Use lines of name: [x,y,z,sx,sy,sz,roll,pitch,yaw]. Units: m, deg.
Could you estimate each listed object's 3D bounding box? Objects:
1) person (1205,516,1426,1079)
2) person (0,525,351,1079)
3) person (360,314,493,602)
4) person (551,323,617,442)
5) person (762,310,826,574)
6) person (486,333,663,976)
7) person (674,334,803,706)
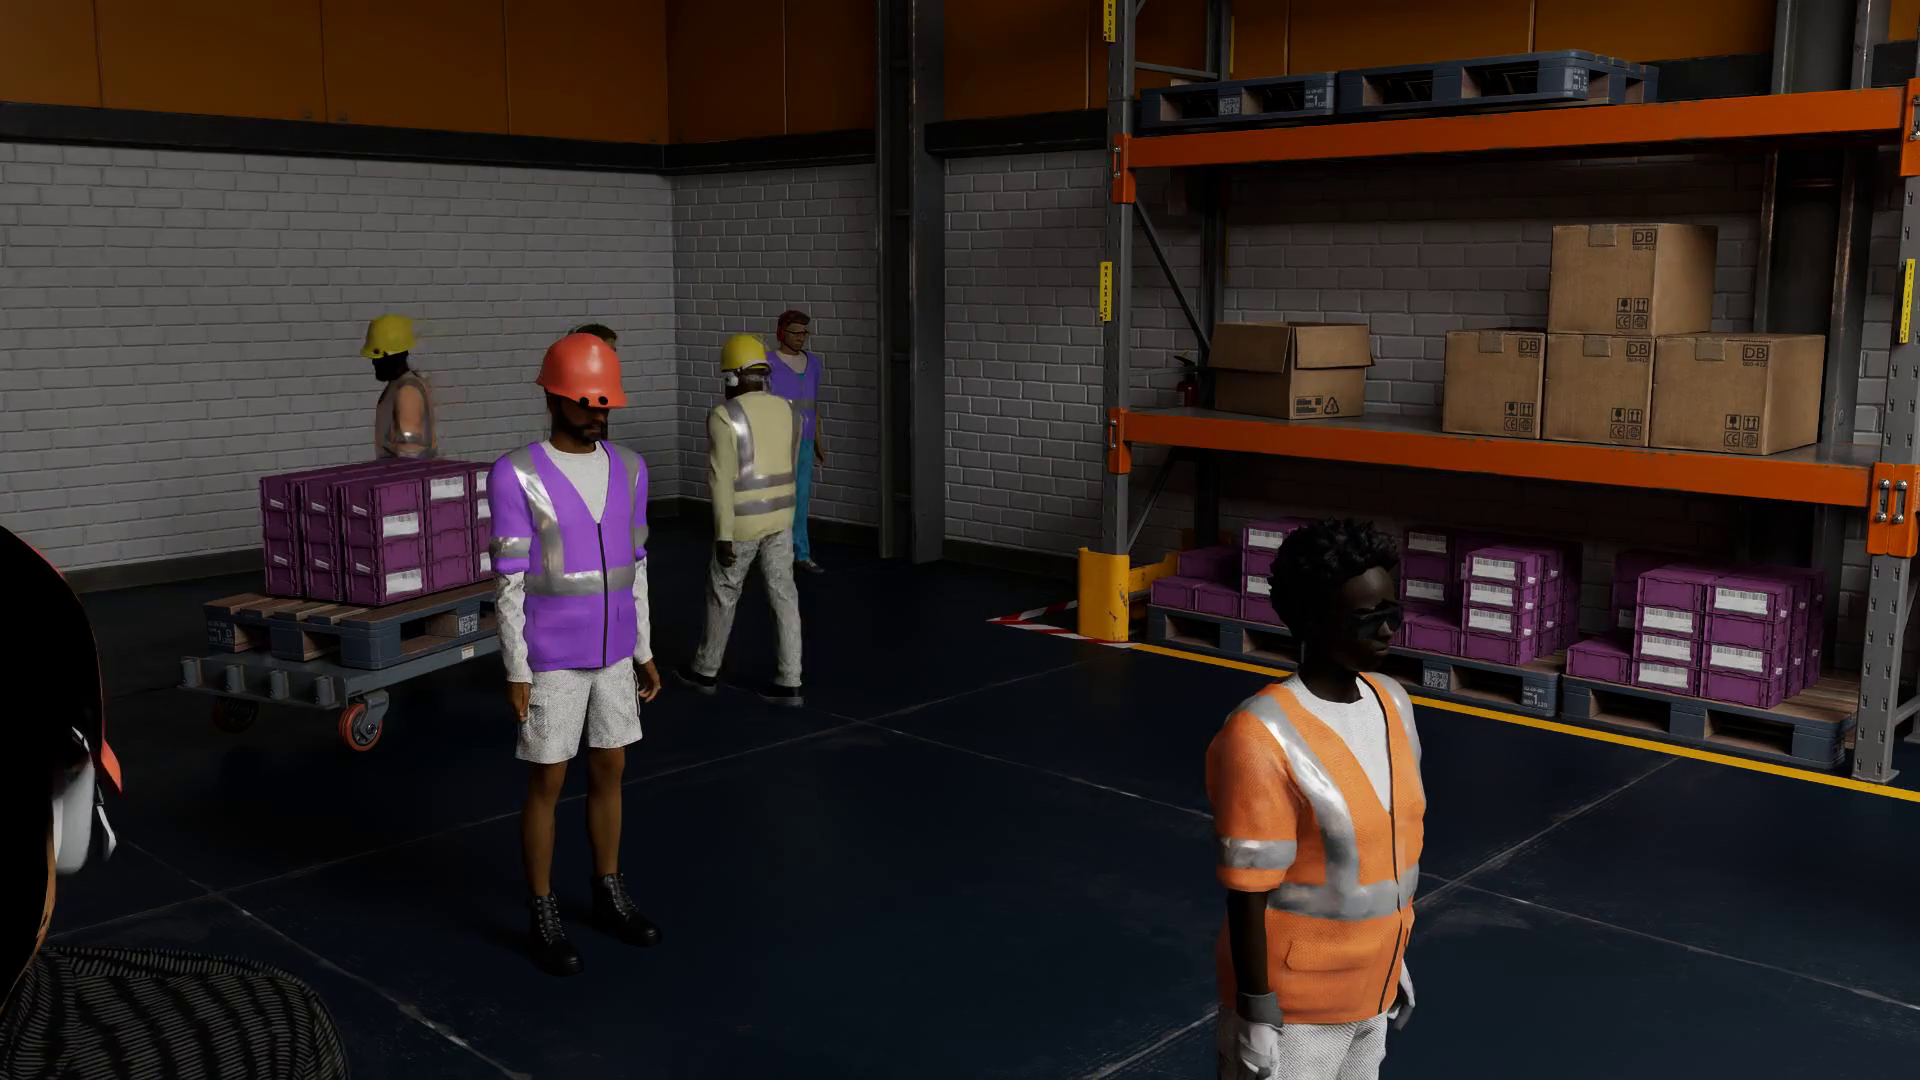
person: [0.642,0.797,2.981,0.319,1.696,0.532,9,13,43]
person: [-0.660,0.953,1.128,0.387,1.989,0.608,9,13,43]
person: [-2.903,-0.267,8.912,0.603,1.886,0.602,-3,10,-20]
person: [-2.038,-0.295,9.292,0.649,1.816,0.531,0,9,-2]
person: [-1.175,-0.658,11.466,0.390,1.839,0.564,9,13,43]
person: [-1.147,0.338,5.077,0.366,1.931,0.542,9,13,43]
person: [-1.078,-0.104,8.182,0.855,1.795,0.618,8,12,42]
